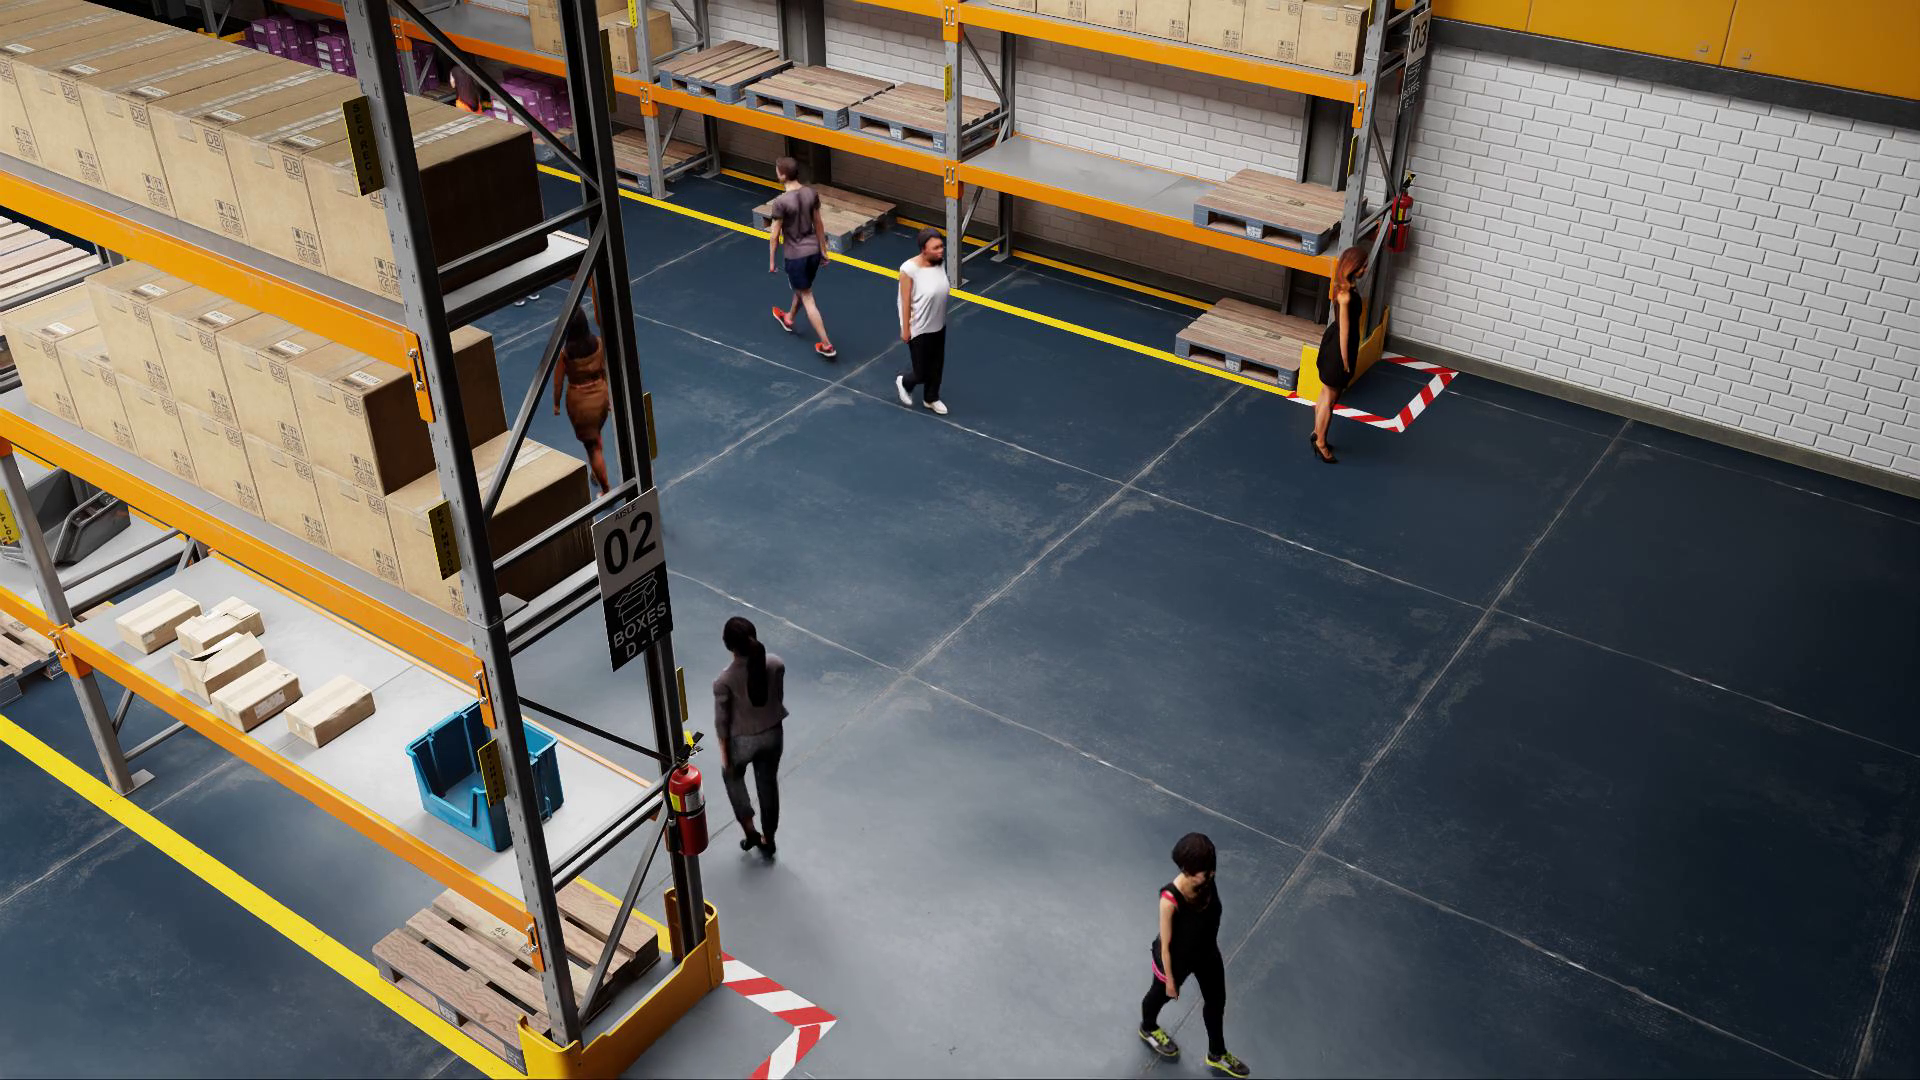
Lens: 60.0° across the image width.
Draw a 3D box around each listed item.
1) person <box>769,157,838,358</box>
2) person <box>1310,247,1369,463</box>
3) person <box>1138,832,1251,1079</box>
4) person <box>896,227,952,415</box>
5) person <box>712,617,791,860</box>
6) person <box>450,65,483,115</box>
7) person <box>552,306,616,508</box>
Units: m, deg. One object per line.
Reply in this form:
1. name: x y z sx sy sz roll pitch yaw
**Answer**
1. person: -1.362 -2.469 14.813 0.854 1.800 1.247 -25 41 -32
2. person: 3.020 -1.479 13.293 0.674 1.834 0.666 4 34 6
3. person: 1.065 2.016 8.309 0.674 1.530 0.889 -28 43 -35
4. person: -0.325 -1.847 13.990 0.738 1.675 0.715 27 42 34
5. person: -1.133 1.198 9.422 0.704 1.661 0.709 -17 37 -24
6. person: -4.950 -4.056 17.260 0.972 1.733 0.877 0 34 0
7. person: -2.798 -0.990 12.704 0.668 1.670 0.801 -28 43 -36
